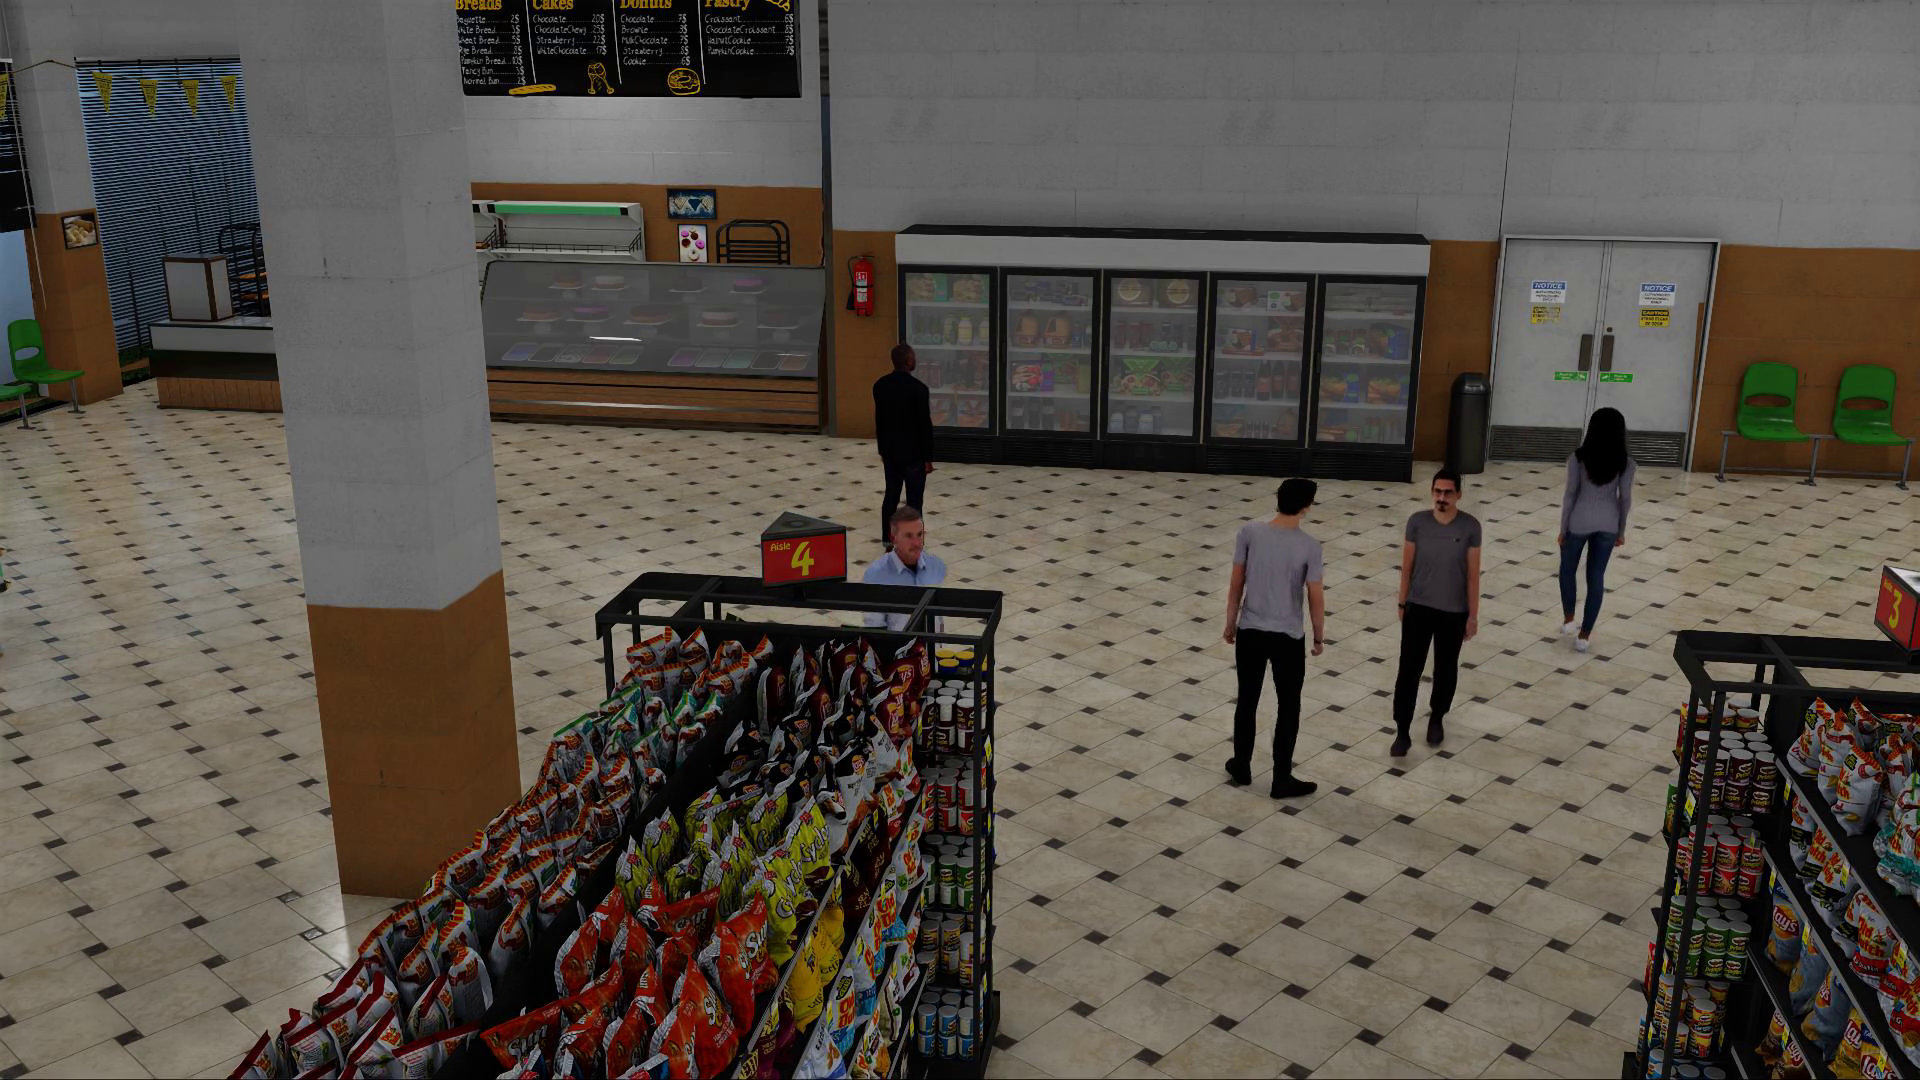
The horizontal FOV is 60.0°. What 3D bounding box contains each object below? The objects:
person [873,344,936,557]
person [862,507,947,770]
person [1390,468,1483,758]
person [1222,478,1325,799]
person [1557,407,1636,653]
[{"bbox_3d":[-0.460,-0.693,13.513,0.782,1.818,0.760,12,21,34],"label":"person"},{"bbox_3d":[-0.346,0.675,9.066,1.114,1.785,1.224,-9,19,-28],"label":"person"},{"bbox_3d":[2.899,0.399,10.062,0.674,1.733,0.917,5,17,15],"label":"person"},{"bbox_3d":[1.725,0.541,9.400,0.802,1.846,0.714,5,18,17],"label":"person"},{"bbox_3d":[4.400,-0.044,11.541,0.626,1.721,0.623,4,17,13],"label":"person"}]
